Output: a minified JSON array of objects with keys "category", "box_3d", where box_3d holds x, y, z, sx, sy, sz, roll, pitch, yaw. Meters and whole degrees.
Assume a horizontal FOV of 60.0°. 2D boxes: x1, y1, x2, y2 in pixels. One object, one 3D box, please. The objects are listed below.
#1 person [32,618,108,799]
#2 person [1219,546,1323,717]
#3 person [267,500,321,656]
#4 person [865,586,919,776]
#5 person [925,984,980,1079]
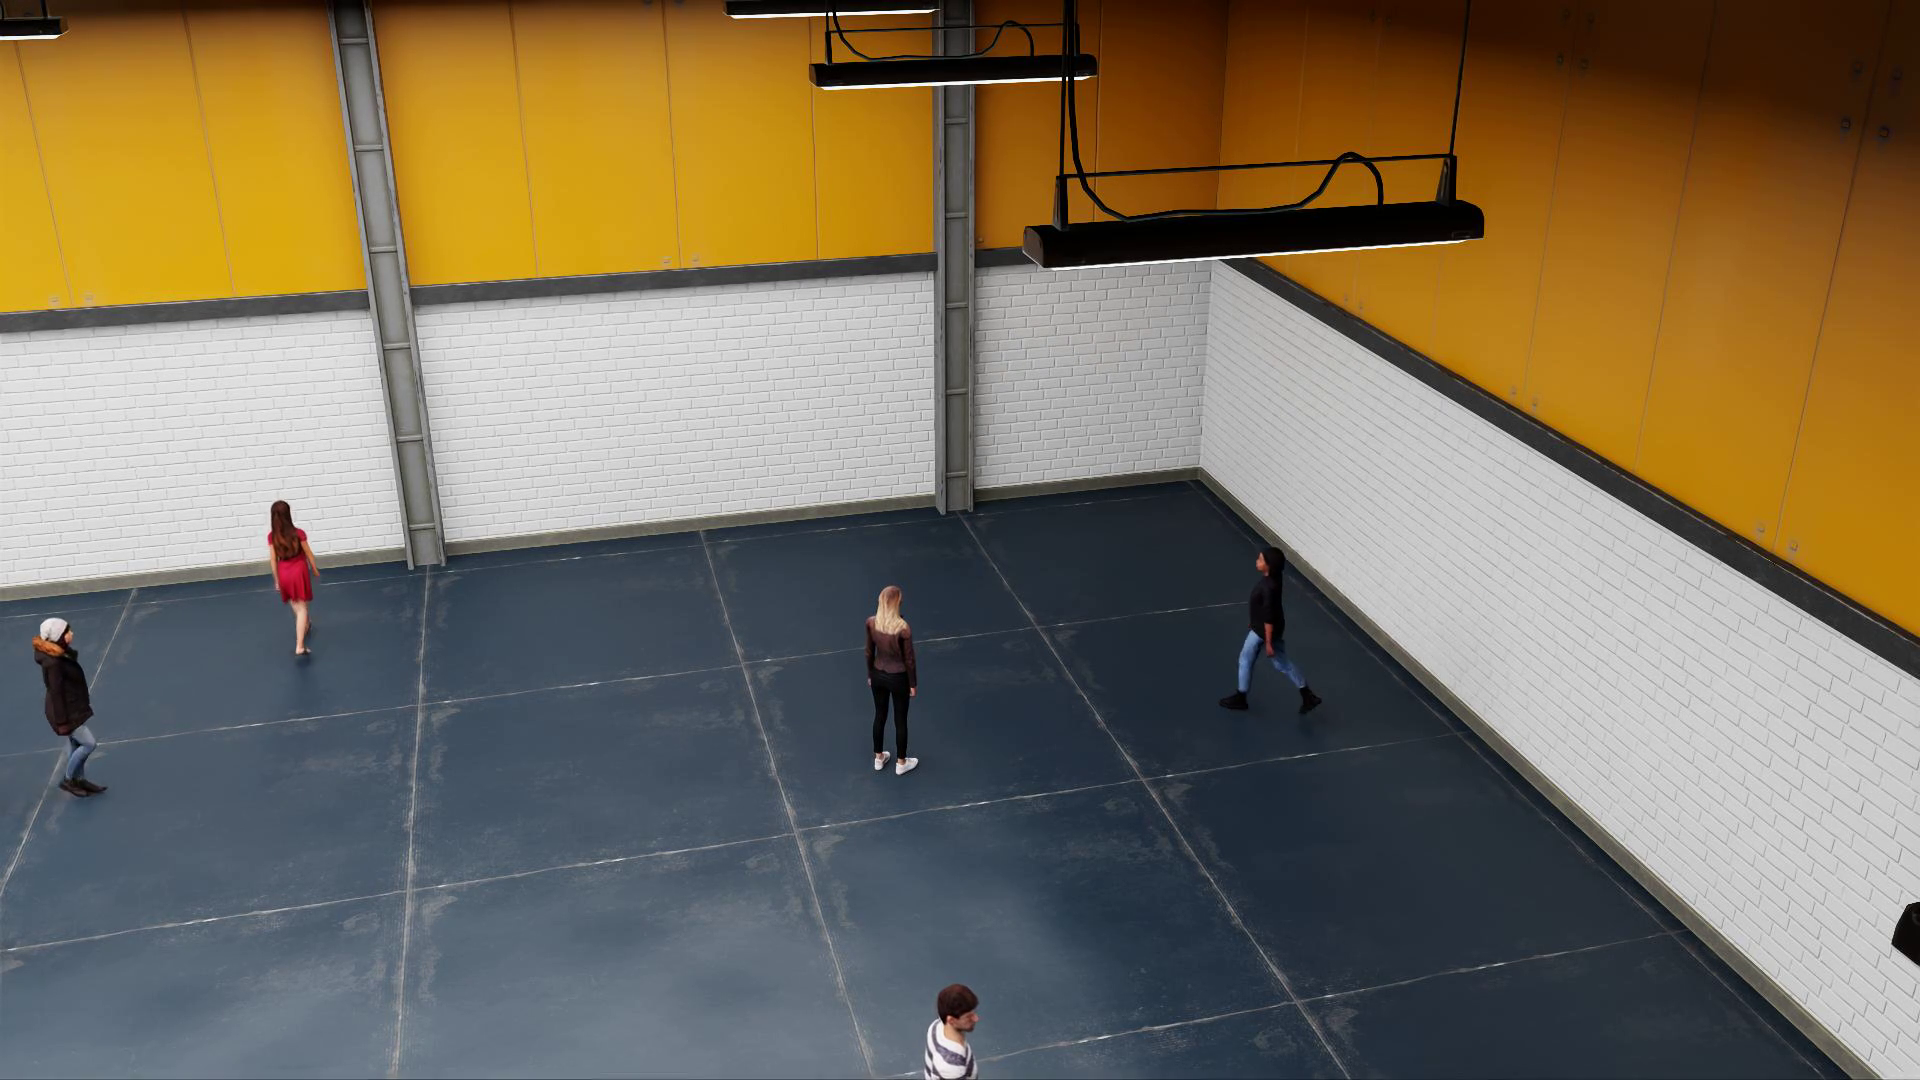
[{"category":"person","box_3d":[-7.384,1.403,13.624,0.609,1.626,0.663,-7,25,-16]},{"category":"person","box_3d":[2.837,0.859,14.833,1.167,1.656,1.043,11,26,24]},{"category":"person","box_3d":[-6.441,0.389,16.078,1.049,1.519,0.732,-2,24,-4]},{"category":"person","box_3d":[-0.590,1.176,14.047,0.656,1.703,0.729,12,26,25]},{"category":"person","box_3d":[-0.055,3.232,9.160,0.545,1.850,0.657,-4,24,-10]}]
